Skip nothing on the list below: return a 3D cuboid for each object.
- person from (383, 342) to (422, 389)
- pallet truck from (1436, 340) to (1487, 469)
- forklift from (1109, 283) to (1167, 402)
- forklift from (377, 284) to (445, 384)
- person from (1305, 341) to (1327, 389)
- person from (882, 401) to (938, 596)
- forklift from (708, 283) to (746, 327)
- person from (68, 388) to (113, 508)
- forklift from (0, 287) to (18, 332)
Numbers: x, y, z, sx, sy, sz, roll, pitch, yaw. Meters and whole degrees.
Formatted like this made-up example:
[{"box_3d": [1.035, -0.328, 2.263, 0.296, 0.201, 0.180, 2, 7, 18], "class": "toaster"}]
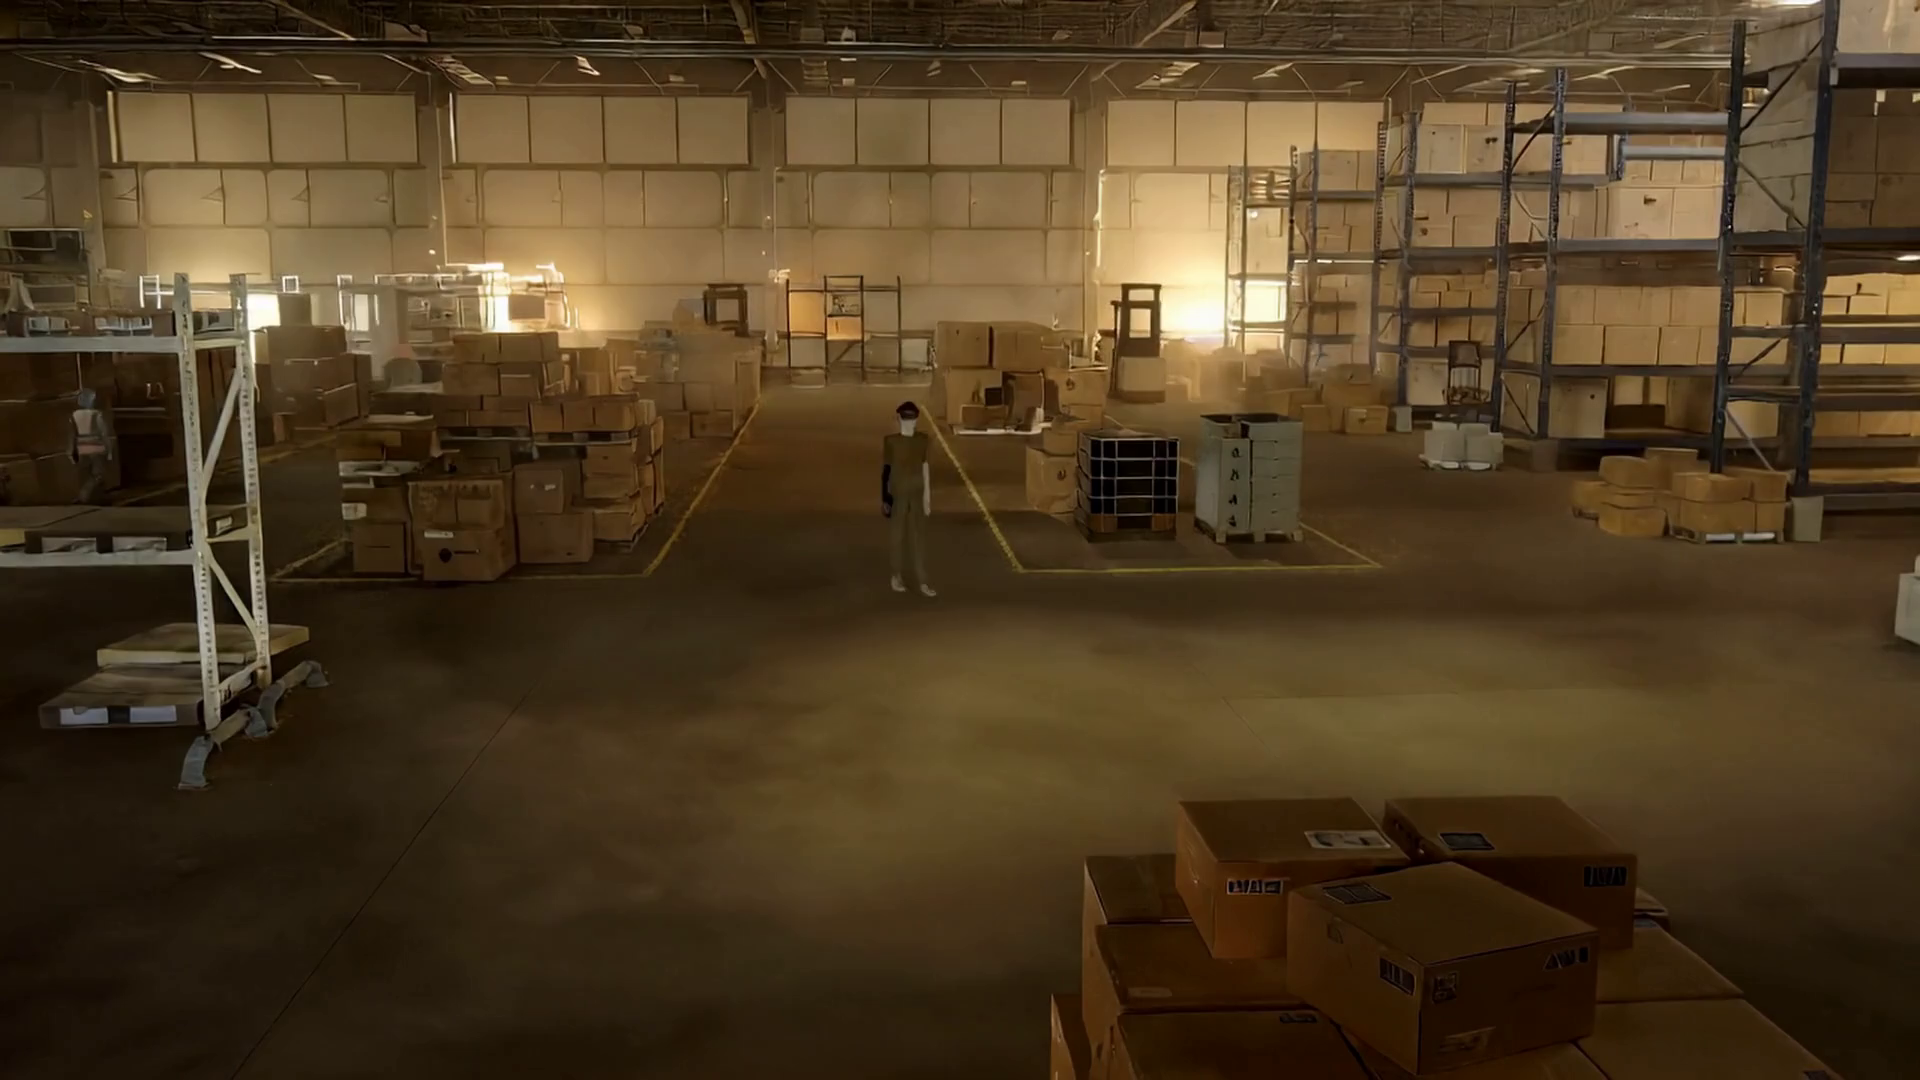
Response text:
[{"box_3d": [-9.185, -2.313, 27.526, 0.652, 1.928, 0.435, 1, 9, 6], "class": "person"}, {"box_3d": [8.004, -2.170, 26.422, 0.823, 1.965, 1.885, 2, 9, 14], "class": "pallet truck"}, {"box_3d": [4.315, -4.768, 39.969, 1.129, 2.768, 1.873, -1, 9, -4], "class": "forklift"}, {"box_3d": [-13.031, -4.539, 38.530, 1.873, 2.768, 1.129, 2, 9, 10], "class": "forklift"}, {"box_3d": [7.594, -3.437, 35.518, 0.400, 1.621, 0.538, -9, 12, -43], "class": "person"}, {"box_3d": [-0.469, -0.381, 15.678, 0.550, 1.841, 0.896, -4, 10, -22], "class": "person"}, {"box_3d": [-5.818, -5.043, 41.696, 1.129, 2.768, 1.873, -1, 9, -4], "class": "forklift"}, {"box_3d": [-10.961, -1.100, 20.889, 0.544, 1.606, 0.635, 1, 9, 8], "class": "person"}, {"box_3d": [-16.256, -2.887, 28.158, 1.873, 2.768, 1.129, -1, 9, -4], "class": "forklift"}]
